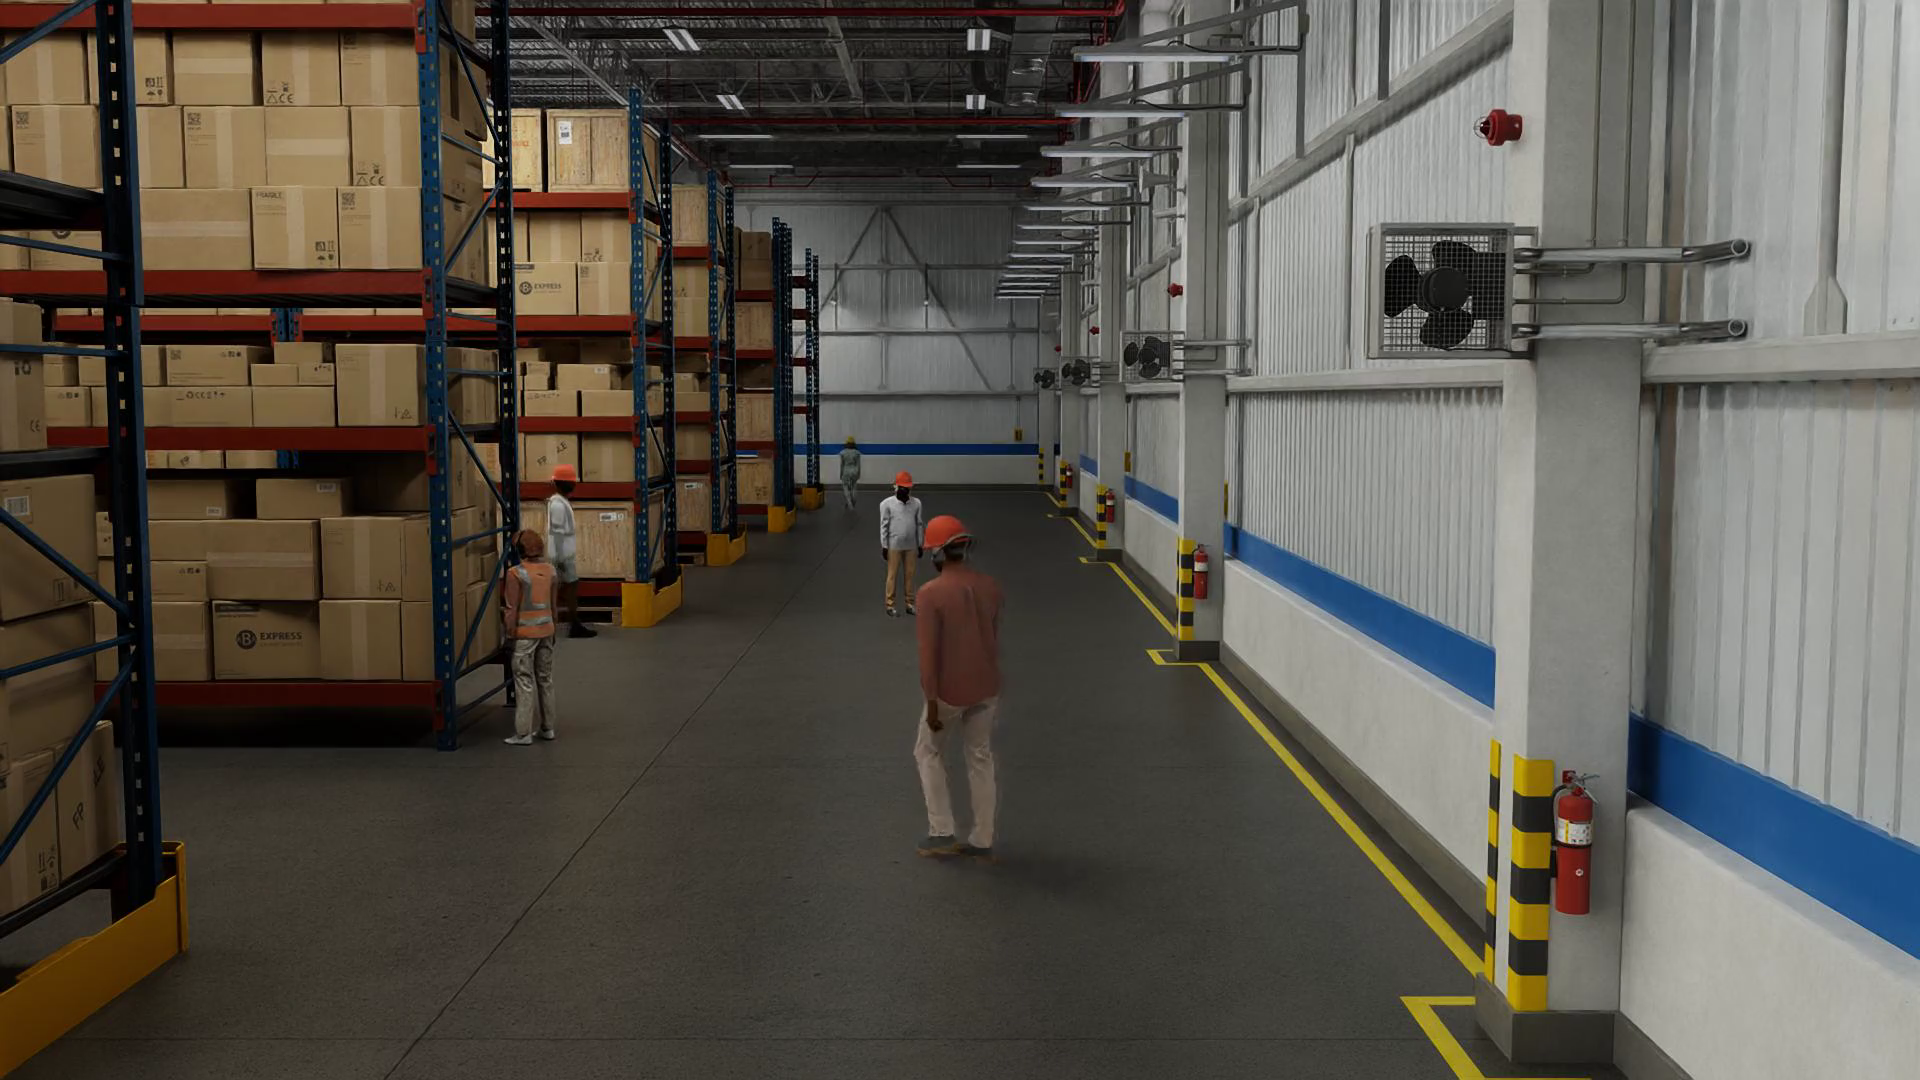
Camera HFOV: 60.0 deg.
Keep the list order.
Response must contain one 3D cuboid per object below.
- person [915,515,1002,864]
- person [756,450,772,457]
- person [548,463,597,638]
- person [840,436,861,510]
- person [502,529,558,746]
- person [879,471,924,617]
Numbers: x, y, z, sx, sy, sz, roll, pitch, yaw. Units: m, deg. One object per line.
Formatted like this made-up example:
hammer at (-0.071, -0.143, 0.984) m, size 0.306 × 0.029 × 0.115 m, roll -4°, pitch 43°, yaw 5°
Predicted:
person at (-0.018, 0.841, 9.417) m, size 0.619 × 1.963 × 0.595 m, roll -3°, pitch 6°, yaw -35°
person at (-4.424, -1.483, 36.920) m, size 0.655 × 1.877 × 0.662 m, roll 0°, pitch 5°, yaw 0°
person at (-4.354, 0.122, 18.018) m, size 0.735 × 1.920 × 0.556 m, roll -1°, pitch 5°, yaw -14°
person at (-2.545, -1.551, 38.614) m, size 0.507 × 1.726 × 0.464 m, roll -1°, pitch 5°, yaw -6°
person at (-3.241, 0.732, 12.587) m, size 0.318 × 1.631 × 0.524 m, roll 3°, pitch 6°, yaw 28°
person at (-0.684, 0.050, 19.873) m, size 0.566 × 1.744 × 0.350 m, roll -2°, pitch 5°, yaw -27°
